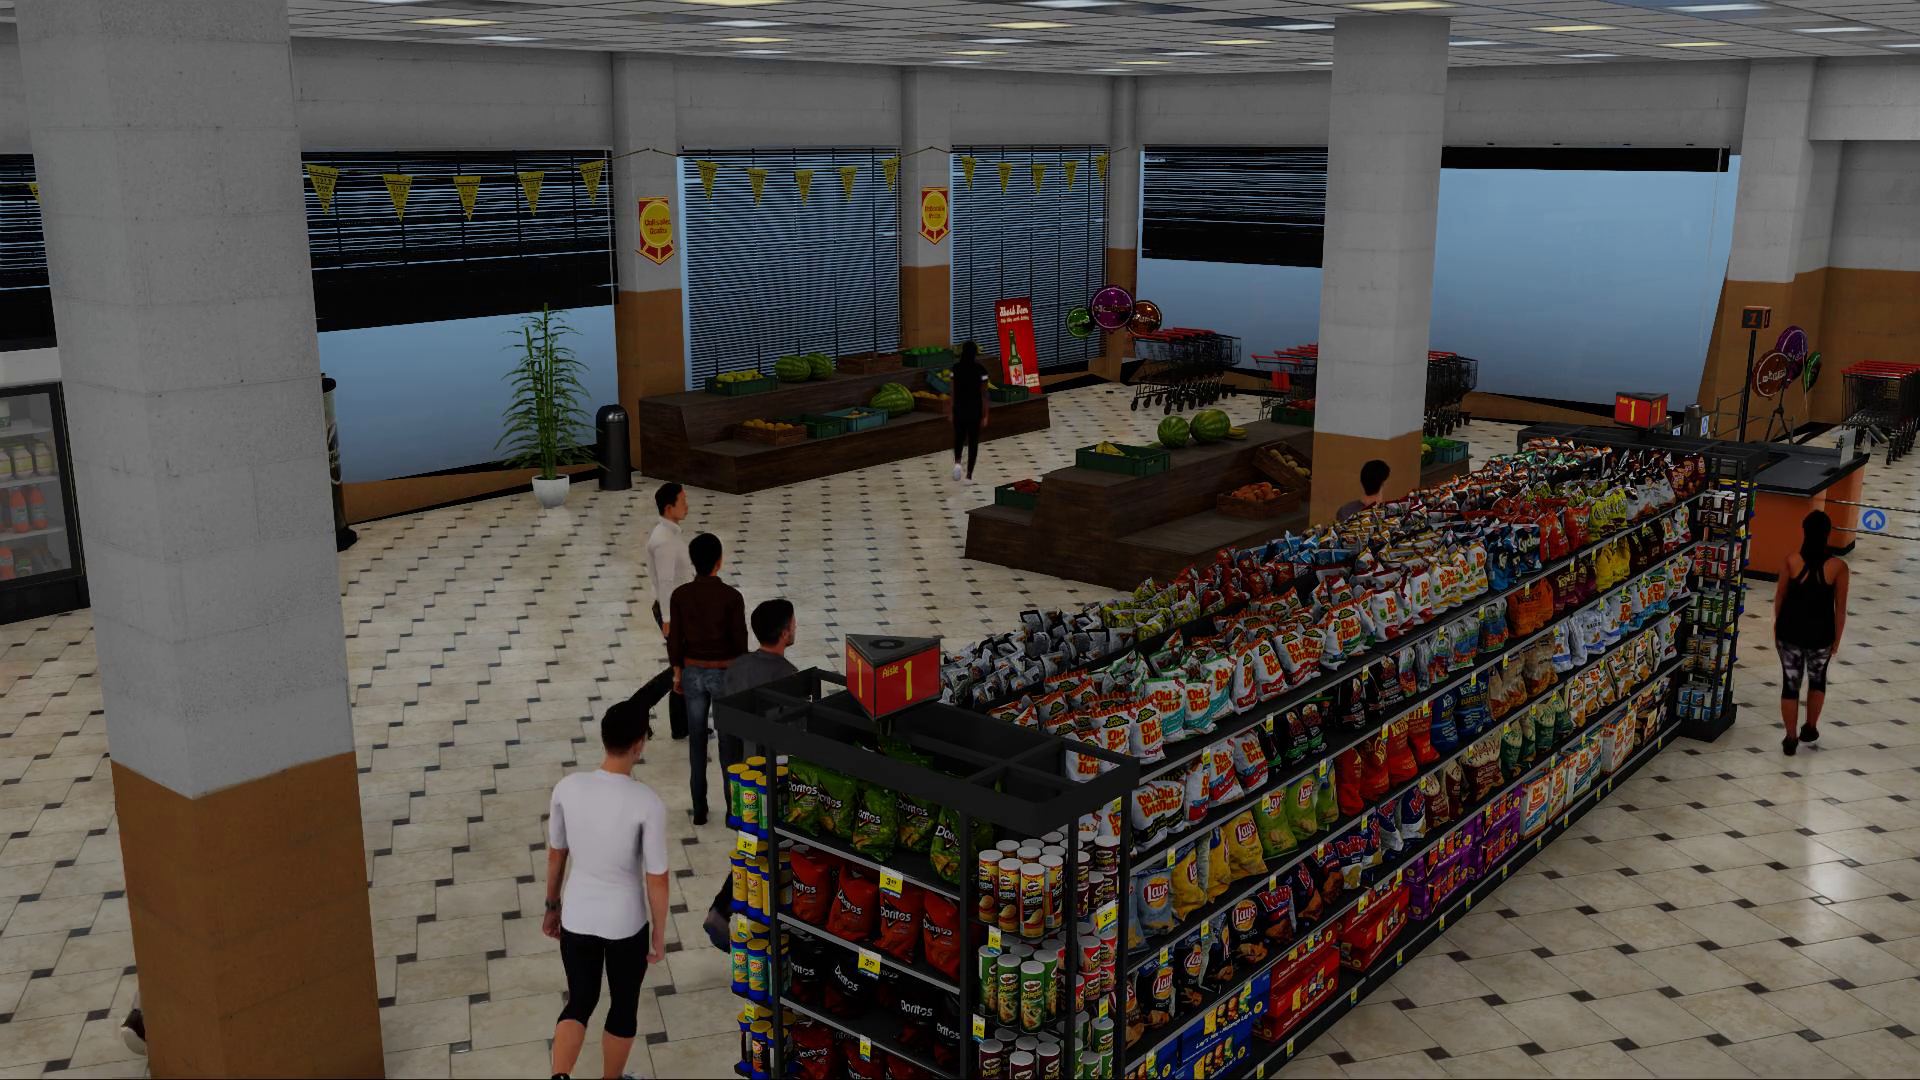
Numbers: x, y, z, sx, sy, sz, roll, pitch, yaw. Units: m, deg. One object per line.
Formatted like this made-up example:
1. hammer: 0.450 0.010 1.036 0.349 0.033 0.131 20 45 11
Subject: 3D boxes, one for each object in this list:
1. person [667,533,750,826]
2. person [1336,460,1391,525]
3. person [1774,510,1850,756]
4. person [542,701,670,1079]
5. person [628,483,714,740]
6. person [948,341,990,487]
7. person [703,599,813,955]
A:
1. person: -1.488 0.831 9.919 0.712 1.781 0.710 2 14 8
2. person: 2.812 0.372 11.685 0.668 1.841 0.656 11 18 39
3. person: 5.594 0.629 11.022 0.650 1.652 0.739 8 16 29
4. person: -1.472 1.580 6.740 0.991 1.824 1.121 2 14 9
5. person: -2.019 0.505 11.232 0.984 1.795 0.916 -2 14 -9
6. person: 0.074 -1.464 19.517 0.830 1.717 0.923 2 14 10
7. person: -0.949 1.217 8.167 0.685 1.855 0.956 11 17 38
